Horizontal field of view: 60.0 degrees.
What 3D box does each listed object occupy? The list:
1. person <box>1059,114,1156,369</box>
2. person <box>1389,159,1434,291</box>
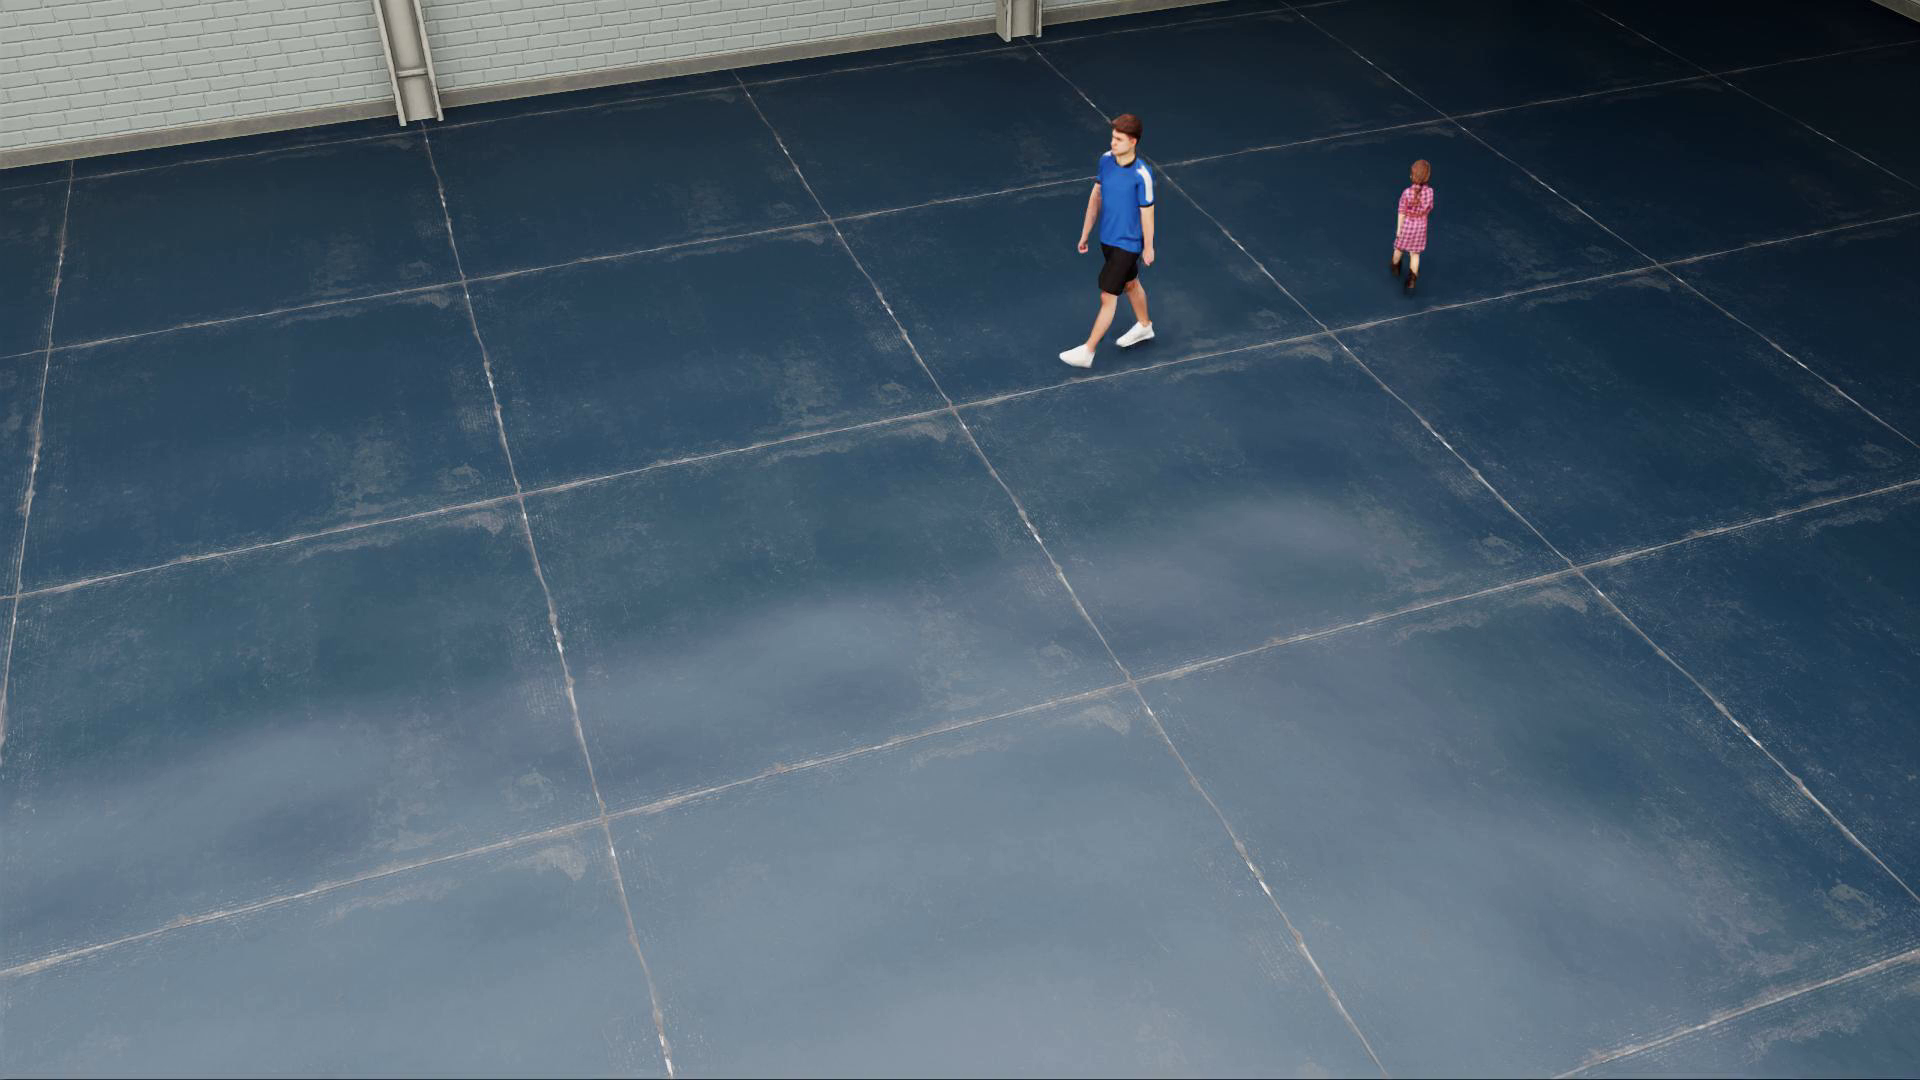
[{"bbox_3d":[1.217,-2.123,11.700,1.244,1.818,0.885,-24,44,-28],"label":"person"},{"bbox_3d":[3.469,-2.398,12.699,0.724,1.020,0.648,0,38,1],"label":"person"}]
